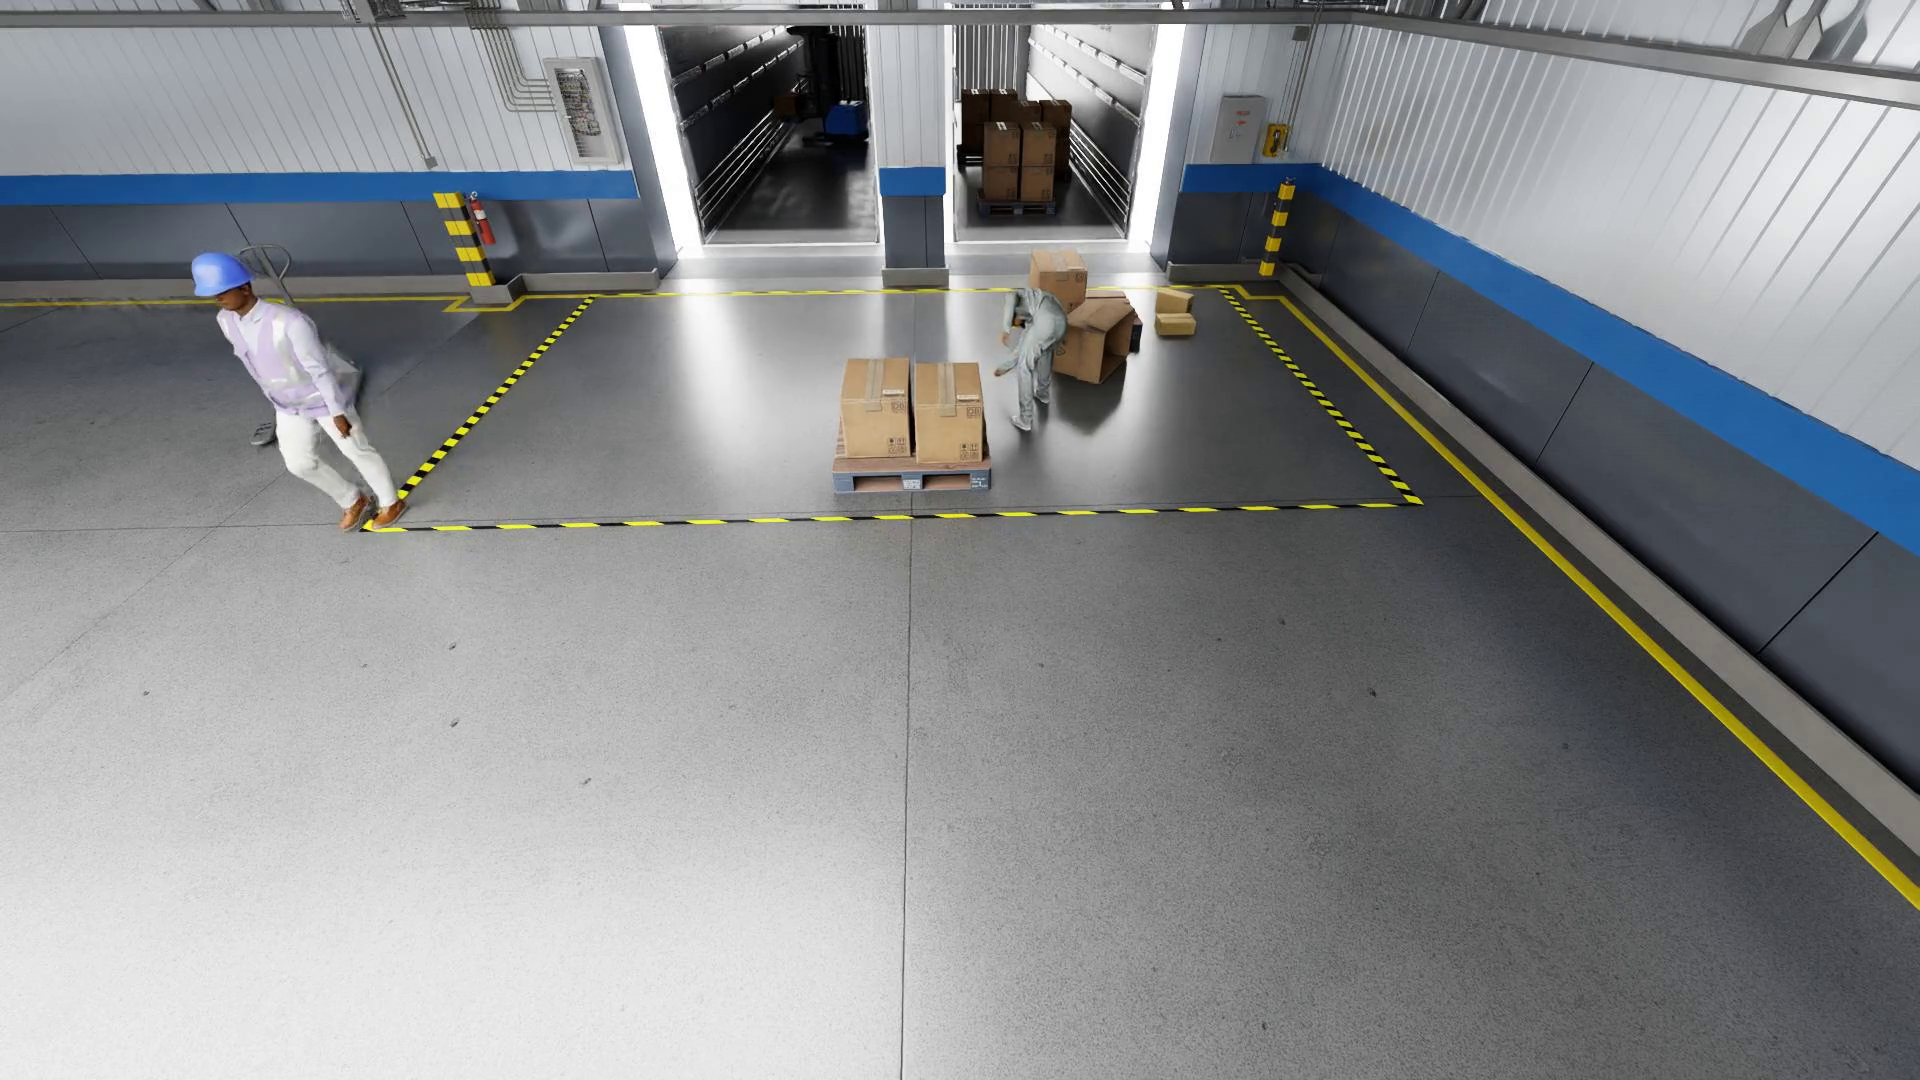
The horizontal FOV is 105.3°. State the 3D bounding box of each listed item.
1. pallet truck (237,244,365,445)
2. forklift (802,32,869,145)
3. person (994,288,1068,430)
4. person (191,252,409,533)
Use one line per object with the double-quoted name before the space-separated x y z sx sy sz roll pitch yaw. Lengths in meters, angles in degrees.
"pallet truck" -5.915 -1.733 6.366 0.680 1.201 1.601 -18 42 -21
"forklift" -2.550 -9.629 15.671 0.776 2.013 0.716 11 40 13
"person" 0.539 -1.655 6.407 0.654 1.073 0.844 -29 47 -32
"person" -4.183 -0.862 4.709 0.603 1.933 0.448 2 38 2
